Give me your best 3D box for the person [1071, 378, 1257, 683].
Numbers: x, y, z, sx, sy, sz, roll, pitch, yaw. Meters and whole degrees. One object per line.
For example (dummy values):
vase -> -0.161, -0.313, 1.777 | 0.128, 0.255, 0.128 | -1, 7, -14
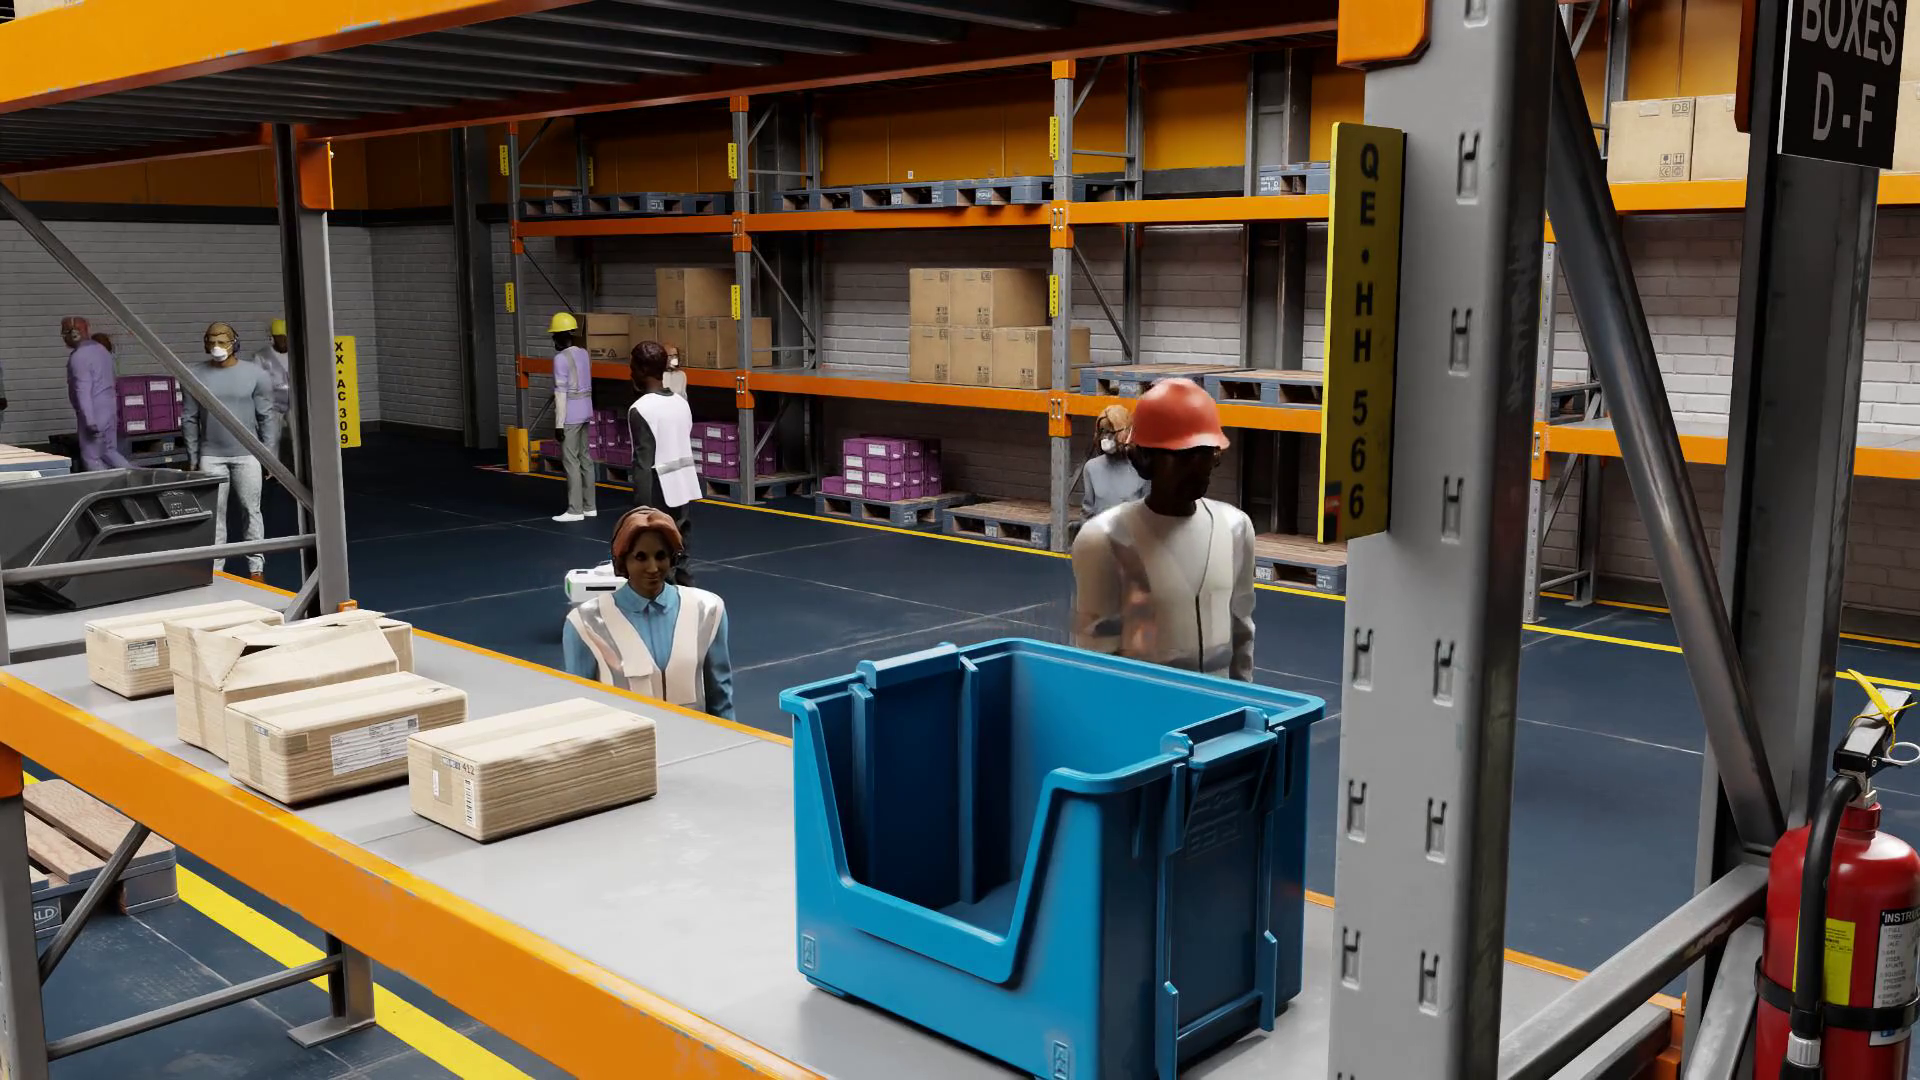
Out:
person -> 0.571, 0.533, 4.829 | 0.608, 2.024, 0.786 | -5, 10, -28

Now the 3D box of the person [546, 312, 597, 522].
person -> -3.587, -1.128, 15.309 | 0.397, 1.918, 0.588 | 2, 10, 13

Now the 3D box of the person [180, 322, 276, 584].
person -> -5.261, -0.600, 12.001 | 0.629, 1.940, 0.376 | -2, 10, -14

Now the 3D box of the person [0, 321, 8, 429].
person -> -10.700, -1.622, 18.291 | 0.544, 1.933, 0.376 | 4, 10, 23

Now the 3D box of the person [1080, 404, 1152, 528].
person -> 0.823, 0.111, 8.613 | 0.503, 1.623, 0.299 | 8, 12, 39

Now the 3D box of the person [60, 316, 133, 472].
person -> -8.111, -1.181, 15.770 | 0.618, 1.876, 0.668 | -1, 9, -3

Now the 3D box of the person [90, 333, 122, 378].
person -> -9.512, -1.477, 18.373 | 0.560, 1.602, 0.719 | 8, 12, 40

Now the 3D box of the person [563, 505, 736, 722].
person -> -0.911, 0.709, 4.919 | 0.516, 1.634, 0.312 | -5, 10, -28

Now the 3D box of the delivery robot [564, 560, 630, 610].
delivery robot -> -2.107, 0.300, 10.429 | 0.707, 0.478, 0.477 | -1, 9, -4

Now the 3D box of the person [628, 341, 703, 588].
person -> -1.704, -0.189, 9.597 | 0.412, 1.910, 0.595 | 3, 10, 16

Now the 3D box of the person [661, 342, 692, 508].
person -> -2.788, -1.075, 15.887 | 0.284, 1.625, 0.492 | 7, 11, 35

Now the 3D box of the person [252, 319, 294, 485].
person -> -7.181, -1.444, 17.664 | 0.615, 1.778, 0.936 | -7, 12, -37
